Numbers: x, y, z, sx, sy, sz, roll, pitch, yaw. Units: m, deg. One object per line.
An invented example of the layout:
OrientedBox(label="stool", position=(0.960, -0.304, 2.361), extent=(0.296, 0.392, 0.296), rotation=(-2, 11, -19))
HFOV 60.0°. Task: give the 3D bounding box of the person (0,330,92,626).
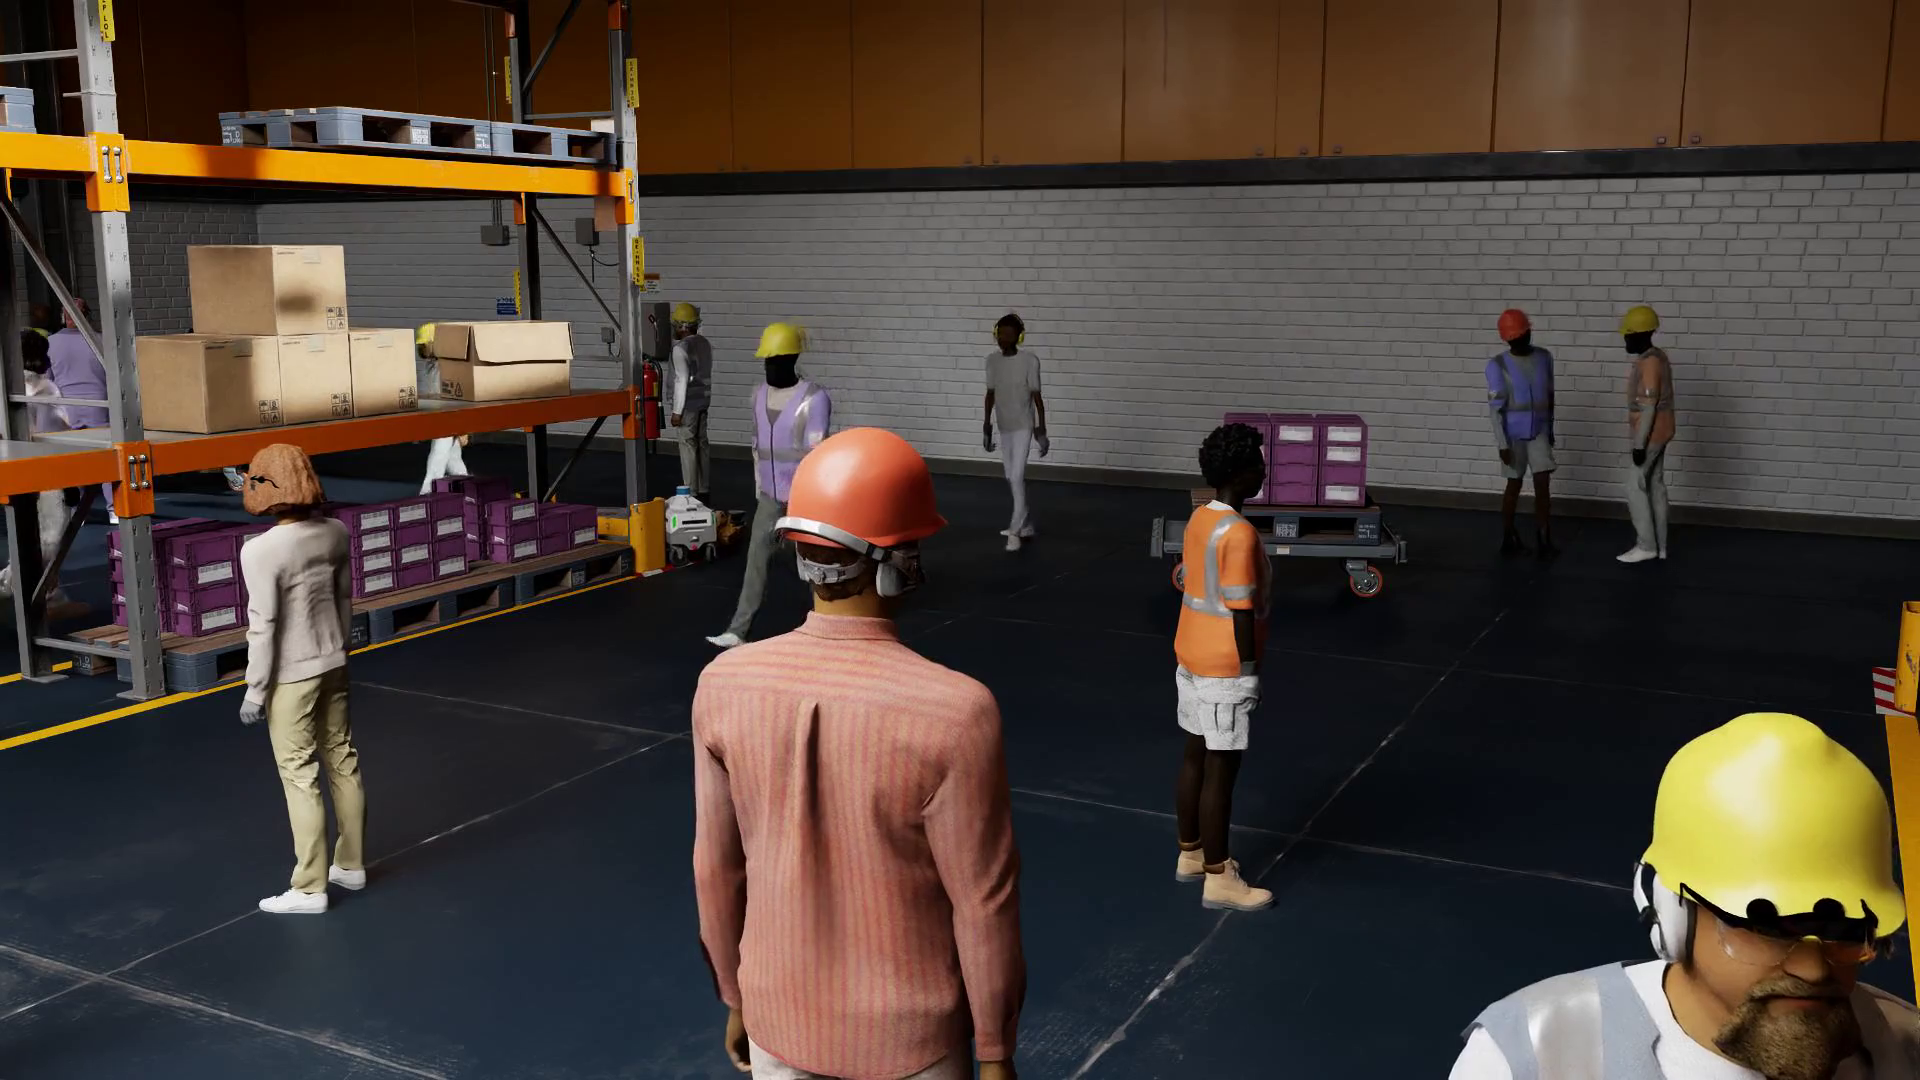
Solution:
OrientedBox(label="person", position=(-5.681, -0.361, 10.105), extent=(0.630, 1.821, 0.666), rotation=(6, 12, 33))

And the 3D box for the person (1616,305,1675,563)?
OrientedBox(label="person", position=(5.038, -0.774, 12.276), extent=(0.469, 1.902, 0.615), rotation=(4, 11, 22))

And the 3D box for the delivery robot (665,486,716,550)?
OrientedBox(label="delivery robot", position=(-2.043, -0.156, 12.305), extent=(0.477, 0.478, 0.707), rotation=(-4, 10, -22))

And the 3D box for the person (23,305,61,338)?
OrientedBox(label="person", position=(-8.737, -1.352, 15.982), extent=(0.637, 1.780, 0.981), rotation=(5, 11, 29))

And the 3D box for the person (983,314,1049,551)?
OrientedBox(label="person", position=(0.425, -0.857, 13.032), extent=(0.604, 1.822, 0.707), rotation=(8, 13, 39))

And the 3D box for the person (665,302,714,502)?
OrientedBox(label="person", position=(-2.458, -1.227, 15.067), extent=(0.404, 1.834, 0.600), rotation=(3, 10, 18))

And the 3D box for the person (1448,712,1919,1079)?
OrientedBox(label="person", position=(0.788, 1.072, 1.768), extent=(0.586, 1.835, 0.403), rotation=(0, 10, -1))

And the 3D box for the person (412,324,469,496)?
OrientedBox(label="person", position=(-4.299, -0.894, 13.508), extent=(0.880, 1.694, 0.514), rotation=(-9, 13, -41))

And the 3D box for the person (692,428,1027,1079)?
OrientedBox(label="person", position=(-0.163, 0.805, 2.846), extent=(0.611, 1.996, 0.378), rotation=(5, 11, 27))

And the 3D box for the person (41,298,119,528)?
OrientedBox(label="person", position=(-7.275, -1.052, 13.850), extent=(0.639, 1.910, 0.407), rotation=(-3, 10, -19))

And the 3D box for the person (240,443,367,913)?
OrientedBox(label="person", position=(-2.289, 0.481, 5.774), extent=(0.278, 1.631, 0.499), rotation=(3, 10, 18))

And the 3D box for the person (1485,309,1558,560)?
OrientedBox(label="person", position=(4.202, -0.776, 12.343), extent=(0.632, 1.872, 0.742), rotation=(-1, 10, -6))

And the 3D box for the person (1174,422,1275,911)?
OrientedBox(label="person", position=(0.926, 0.436, 5.849), extent=(0.322, 1.696, 0.532), rotation=(-2, 10, -9))

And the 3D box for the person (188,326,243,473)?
OrientedBox(label="person", position=(-7.755, -1.614, 17.294), extent=(0.430, 1.843, 0.626), rotation=(4, 10, 20))

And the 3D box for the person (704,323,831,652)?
OrientedBox(label="person", position=(-1.031, -0.266, 9.364), extent=(0.627, 1.883, 0.952), rotation=(7, 12, 35))

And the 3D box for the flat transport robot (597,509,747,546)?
OrientedBox(label="flat transport robot", position=(-2.455, -0.109, 13.124), extent=(1.431, 0.197, 0.652), rotation=(1, 10, 5))
